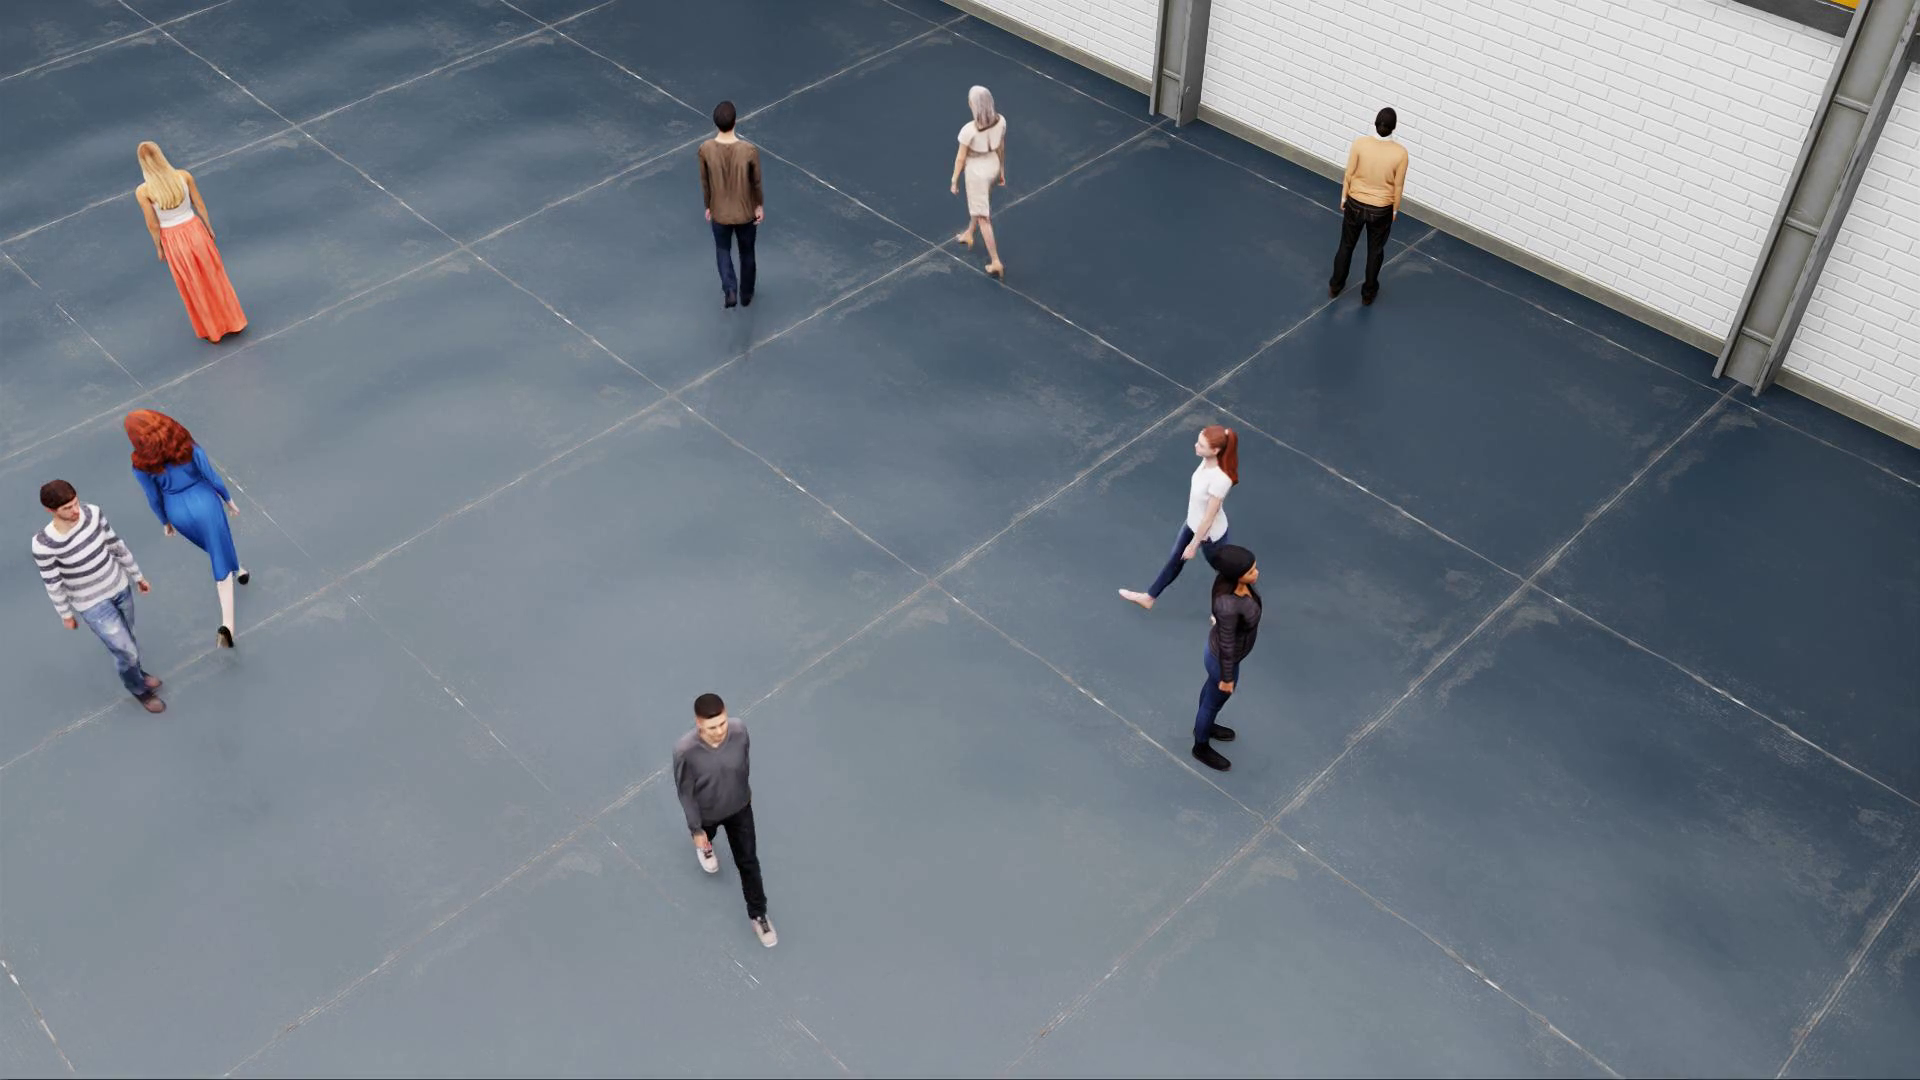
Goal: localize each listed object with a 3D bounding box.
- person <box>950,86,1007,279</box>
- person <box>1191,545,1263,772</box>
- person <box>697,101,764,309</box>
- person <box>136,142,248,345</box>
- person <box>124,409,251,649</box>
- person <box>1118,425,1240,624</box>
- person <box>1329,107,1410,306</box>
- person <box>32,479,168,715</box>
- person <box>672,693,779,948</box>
[{"bbox_3d":[0.221,-2.981,14.040,0.718,1.704,1.011,-26,49,-24],"label":"person"},{"bbox_3d":[1.610,0.696,10.150,0.731,1.745,0.713,10,45,11],"label":"person"},{"bbox_3d":[-1.864,-2.657,13.573,0.899,1.878,0.963,-1,44,-1],"label":"person"},{"bbox_3d":[-6.196,-2.373,13.330,0.652,1.803,0.617,-28,50,-26],"label":"person"},{"bbox_3d":[-4.994,-0.051,10.914,1.007,1.773,1.230,-9,44,-9],"label":"person"},{"bbox_3d":[1.746,-0.048,10.972,1.152,1.688,1.087,1,44,1],"label":"person"},{"bbox_3d":[3.392,-2.762,13.777,0.640,1.750,0.784,17,46,17],"label":"person"},{"bbox_3d":[-5.495,0.312,10.491,0.833,1.832,0.796,17,46,17],"label":"person"},{"bbox_3d":[-1.405,1.444,9.385,0.881,1.718,1.248,-20,47,-20],"label":"person"}]
